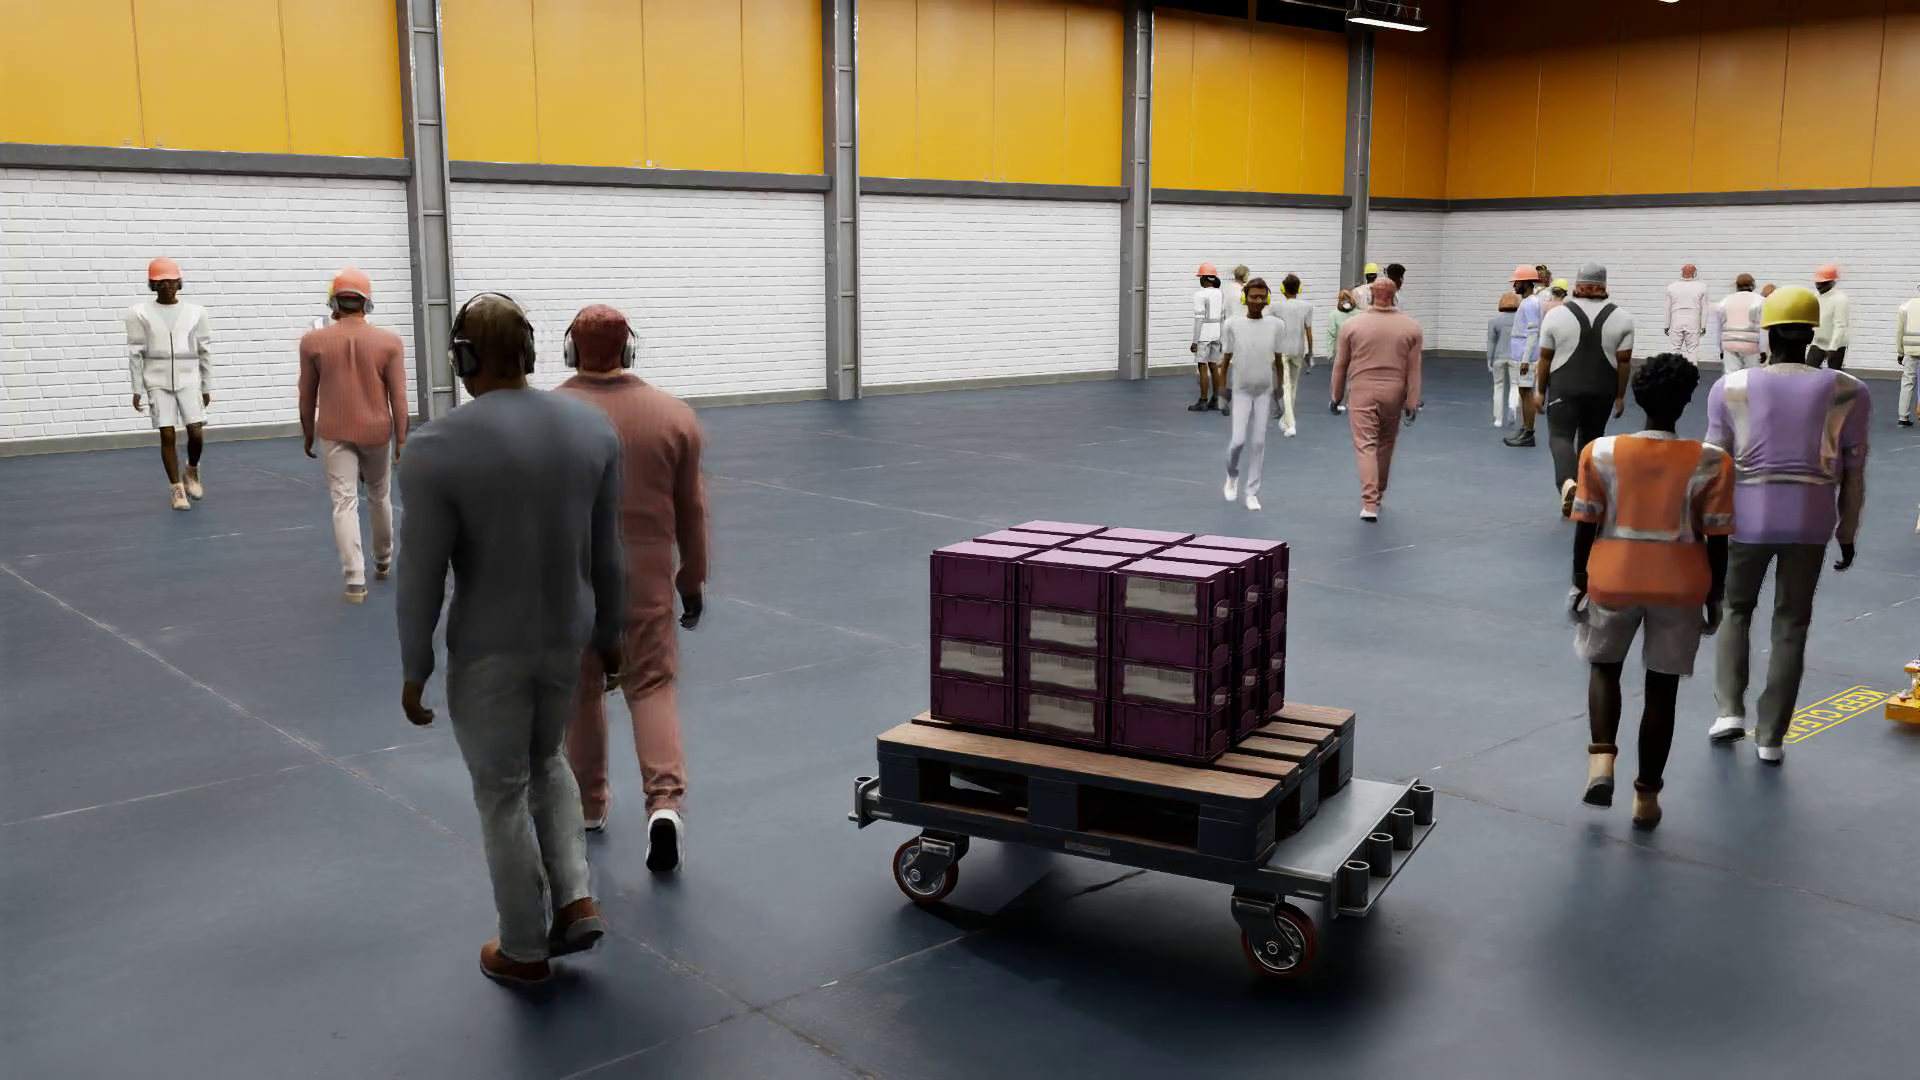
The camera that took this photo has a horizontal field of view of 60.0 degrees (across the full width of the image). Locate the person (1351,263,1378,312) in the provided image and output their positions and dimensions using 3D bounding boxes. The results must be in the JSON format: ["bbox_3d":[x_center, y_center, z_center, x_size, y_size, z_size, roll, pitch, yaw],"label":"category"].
[{"bbox_3d":[6.241,-3.258,25.370,0.611,1.912,0.500,1,10,4],"label":"person"}]

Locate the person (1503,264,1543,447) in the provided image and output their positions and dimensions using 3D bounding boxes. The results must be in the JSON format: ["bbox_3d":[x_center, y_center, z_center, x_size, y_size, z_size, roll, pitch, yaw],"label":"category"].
[{"bbox_3d":[5.997,-1.961,17.724,0.373,1.934,0.551,3,10,16],"label":"person"}]

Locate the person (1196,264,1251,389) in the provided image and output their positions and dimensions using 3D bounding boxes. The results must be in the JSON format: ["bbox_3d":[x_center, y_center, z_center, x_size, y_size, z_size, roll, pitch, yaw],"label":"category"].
[{"bbox_3d":[4.024,-3.141,24.739,0.888,1.909,0.631,-1,10,-4],"label":"person"}]

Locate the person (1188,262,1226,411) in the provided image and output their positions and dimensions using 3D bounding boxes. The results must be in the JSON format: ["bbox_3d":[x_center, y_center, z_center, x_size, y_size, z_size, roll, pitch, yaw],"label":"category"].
[{"bbox_3d":[3.214,-2.646,21.735,0.548,1.937,0.358,-9,13,-42],"label":"person"}]

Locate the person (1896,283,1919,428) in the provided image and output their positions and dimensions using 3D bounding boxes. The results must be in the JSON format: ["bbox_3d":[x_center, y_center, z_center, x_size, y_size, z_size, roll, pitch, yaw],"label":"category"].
[{"bbox_3d":[11.281,-2.207,19.466,0.404,1.830,0.603,-6,11,-31],"label":"person"}]

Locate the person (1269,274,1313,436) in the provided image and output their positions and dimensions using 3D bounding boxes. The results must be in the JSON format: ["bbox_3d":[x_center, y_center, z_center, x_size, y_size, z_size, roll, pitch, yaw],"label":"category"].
[{"bbox_3d":[3.715,-2.095,18.881,0.544,1.815,1.002,0,10,0],"label":"person"}]

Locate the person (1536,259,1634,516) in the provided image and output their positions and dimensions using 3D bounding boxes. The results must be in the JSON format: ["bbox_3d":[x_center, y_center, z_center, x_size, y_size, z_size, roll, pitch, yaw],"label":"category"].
[{"bbox_3d":[4.861,-1.200,12.962,0.686,2.000,0.847,2,10,11],"label":"person"}]

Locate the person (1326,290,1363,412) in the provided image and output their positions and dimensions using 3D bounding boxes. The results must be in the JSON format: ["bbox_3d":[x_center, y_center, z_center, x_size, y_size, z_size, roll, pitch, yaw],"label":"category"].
[{"bbox_3d":[4.996,-2.445,21.590,0.510,1.576,0.843,-1,10,-4],"label":"person"}]

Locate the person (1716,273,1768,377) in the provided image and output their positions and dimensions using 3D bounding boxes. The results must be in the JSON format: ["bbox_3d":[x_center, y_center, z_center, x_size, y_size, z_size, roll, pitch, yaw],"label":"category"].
[{"bbox_3d":[9.407,-2.279,19.927,0.700,1.817,0.651,-8,13,-40],"label":"person"}]

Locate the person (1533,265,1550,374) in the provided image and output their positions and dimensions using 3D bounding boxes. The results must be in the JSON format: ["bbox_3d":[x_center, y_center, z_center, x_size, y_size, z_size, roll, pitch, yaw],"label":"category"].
[{"bbox_3d":[9.903,-3.775,28.543,0.330,1.872,0.512,-6,11,-32],"label":"person"}]

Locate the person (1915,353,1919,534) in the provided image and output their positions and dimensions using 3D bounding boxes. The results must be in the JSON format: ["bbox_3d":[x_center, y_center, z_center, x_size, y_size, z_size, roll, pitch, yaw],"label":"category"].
[{"bbox_3d":[7.261,-1.041,12.030,0.606,2.044,0.374,3,10,17],"label":"person"}]

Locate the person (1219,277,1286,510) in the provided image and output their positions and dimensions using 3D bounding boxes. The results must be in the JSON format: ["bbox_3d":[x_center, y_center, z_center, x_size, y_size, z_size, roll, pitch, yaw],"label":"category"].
[{"bbox_3d":[2.347,-1.167,13.312,0.509,1.858,0.432,0,10,-1],"label":"person"}]

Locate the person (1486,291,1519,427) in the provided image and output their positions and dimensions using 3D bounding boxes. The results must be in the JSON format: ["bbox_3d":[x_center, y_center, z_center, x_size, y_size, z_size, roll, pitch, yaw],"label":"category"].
[{"bbox_3d":[6.460,-2.124,19.604,0.511,1.616,0.500,3,10,15],"label":"person"}]

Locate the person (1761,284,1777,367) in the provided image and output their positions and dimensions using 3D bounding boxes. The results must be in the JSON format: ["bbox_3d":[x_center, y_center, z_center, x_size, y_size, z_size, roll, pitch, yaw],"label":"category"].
[{"bbox_3d":[12.265,-3.101,25.370,0.504,1.610,0.735,8,13,40],"label":"person"}]

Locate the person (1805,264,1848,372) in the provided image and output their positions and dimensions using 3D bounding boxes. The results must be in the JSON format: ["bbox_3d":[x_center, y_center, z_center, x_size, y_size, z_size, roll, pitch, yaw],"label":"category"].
[{"bbox_3d":[10.291,-2.311,19.806,0.945,1.919,0.628,-3,10,-16],"label":"person"}]

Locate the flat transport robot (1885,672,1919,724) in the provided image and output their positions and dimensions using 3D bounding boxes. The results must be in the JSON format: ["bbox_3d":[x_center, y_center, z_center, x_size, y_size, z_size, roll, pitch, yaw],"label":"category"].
[{"bbox_3d":[4.687,0.628,7.436,0.652,0.197,1.431,9,13,41],"label":"flat transport robot"}]

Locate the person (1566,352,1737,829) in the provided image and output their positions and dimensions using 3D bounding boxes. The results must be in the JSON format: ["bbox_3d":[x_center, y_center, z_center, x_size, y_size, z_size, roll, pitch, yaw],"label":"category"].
[{"bbox_3d":[2.441,0.182,5.894,0.543,1.687,0.360,5,11,25],"label":"person"}]

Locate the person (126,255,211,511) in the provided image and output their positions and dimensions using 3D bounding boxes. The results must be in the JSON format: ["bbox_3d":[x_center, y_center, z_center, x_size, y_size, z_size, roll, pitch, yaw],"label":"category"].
[{"bbox_3d":[-6.281,-1.243,13.261,0.616,2.028,0.465,-6,11,-30],"label":"person"}]

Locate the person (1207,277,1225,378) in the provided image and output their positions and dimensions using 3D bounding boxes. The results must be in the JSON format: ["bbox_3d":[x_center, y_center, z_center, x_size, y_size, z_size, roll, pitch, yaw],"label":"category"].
[{"bbox_3d":[4.212,-3.533,27.619,0.322,1.699,0.535,-6,12,-33],"label":"person"}]

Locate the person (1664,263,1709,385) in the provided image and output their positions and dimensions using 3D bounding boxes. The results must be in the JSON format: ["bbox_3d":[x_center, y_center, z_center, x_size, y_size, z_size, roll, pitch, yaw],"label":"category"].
[{"bbox_3d":[11.397,-3.380,26.122,0.641,1.908,0.407,5,11,29],"label":"person"}]

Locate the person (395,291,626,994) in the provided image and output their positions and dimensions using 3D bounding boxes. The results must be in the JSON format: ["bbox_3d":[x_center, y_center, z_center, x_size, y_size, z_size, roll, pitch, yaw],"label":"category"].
[{"bbox_3d":[-1.229,0.292,4.548,0.647,1.924,0.440,-10,14,-44],"label":"person"}]

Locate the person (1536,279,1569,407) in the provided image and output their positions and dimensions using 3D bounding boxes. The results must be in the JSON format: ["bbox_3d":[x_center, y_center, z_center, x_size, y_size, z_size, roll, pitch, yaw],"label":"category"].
[{"bbox_3d":[8.002,-2.652,22.388,0.523,1.726,0.898,6,11,30],"label":"person"}]

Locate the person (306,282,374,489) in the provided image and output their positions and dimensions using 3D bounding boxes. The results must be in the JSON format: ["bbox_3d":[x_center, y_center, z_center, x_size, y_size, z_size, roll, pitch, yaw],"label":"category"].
[{"bbox_3d":[-5.258,-1.305,14.210,0.589,1.820,0.460,-4,10,-22],"label":"person"}]

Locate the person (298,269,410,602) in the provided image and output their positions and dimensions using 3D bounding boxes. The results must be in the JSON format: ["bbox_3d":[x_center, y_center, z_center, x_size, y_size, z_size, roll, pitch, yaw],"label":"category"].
[{"bbox_3d":[-3.651,-0.652,10.041,0.611,1.938,1.018,-4,10,-21],"label":"person"}]

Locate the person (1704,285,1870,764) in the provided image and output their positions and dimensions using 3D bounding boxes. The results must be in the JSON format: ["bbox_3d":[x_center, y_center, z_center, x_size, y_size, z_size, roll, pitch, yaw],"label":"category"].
[{"bbox_3d":[3.294,-0.061,6.694,0.592,1.908,0.519,5,11,25],"label":"person"}]

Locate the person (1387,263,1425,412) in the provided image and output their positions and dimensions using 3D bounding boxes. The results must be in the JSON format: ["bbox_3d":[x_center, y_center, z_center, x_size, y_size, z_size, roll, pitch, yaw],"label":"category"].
[{"bbox_3d":[5.653,-2.605,21.546,0.888,1.921,0.606,-3,10,-18],"label":"person"}]

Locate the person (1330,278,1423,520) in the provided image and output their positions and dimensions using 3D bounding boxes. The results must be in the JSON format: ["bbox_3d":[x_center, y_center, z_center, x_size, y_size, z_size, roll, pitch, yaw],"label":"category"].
[{"bbox_3d":[3.232,-1.109,12.978,0.640,1.855,0.999,0,10,0],"label":"person"}]

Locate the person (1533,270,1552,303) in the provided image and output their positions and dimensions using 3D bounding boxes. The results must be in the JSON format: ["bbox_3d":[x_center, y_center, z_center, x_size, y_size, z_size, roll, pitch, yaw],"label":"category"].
[{"bbox_3d":[8.999,-3.246,25.633,0.933,1.804,0.535,-3,10,-17],"label":"person"}]

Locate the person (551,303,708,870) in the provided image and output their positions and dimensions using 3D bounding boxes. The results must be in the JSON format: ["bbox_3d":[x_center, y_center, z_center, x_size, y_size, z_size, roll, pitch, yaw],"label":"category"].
[{"bbox_3d":[-1.153,0.149,5.580,0.655,1.877,0.889,-4,10,-20],"label":"person"}]
